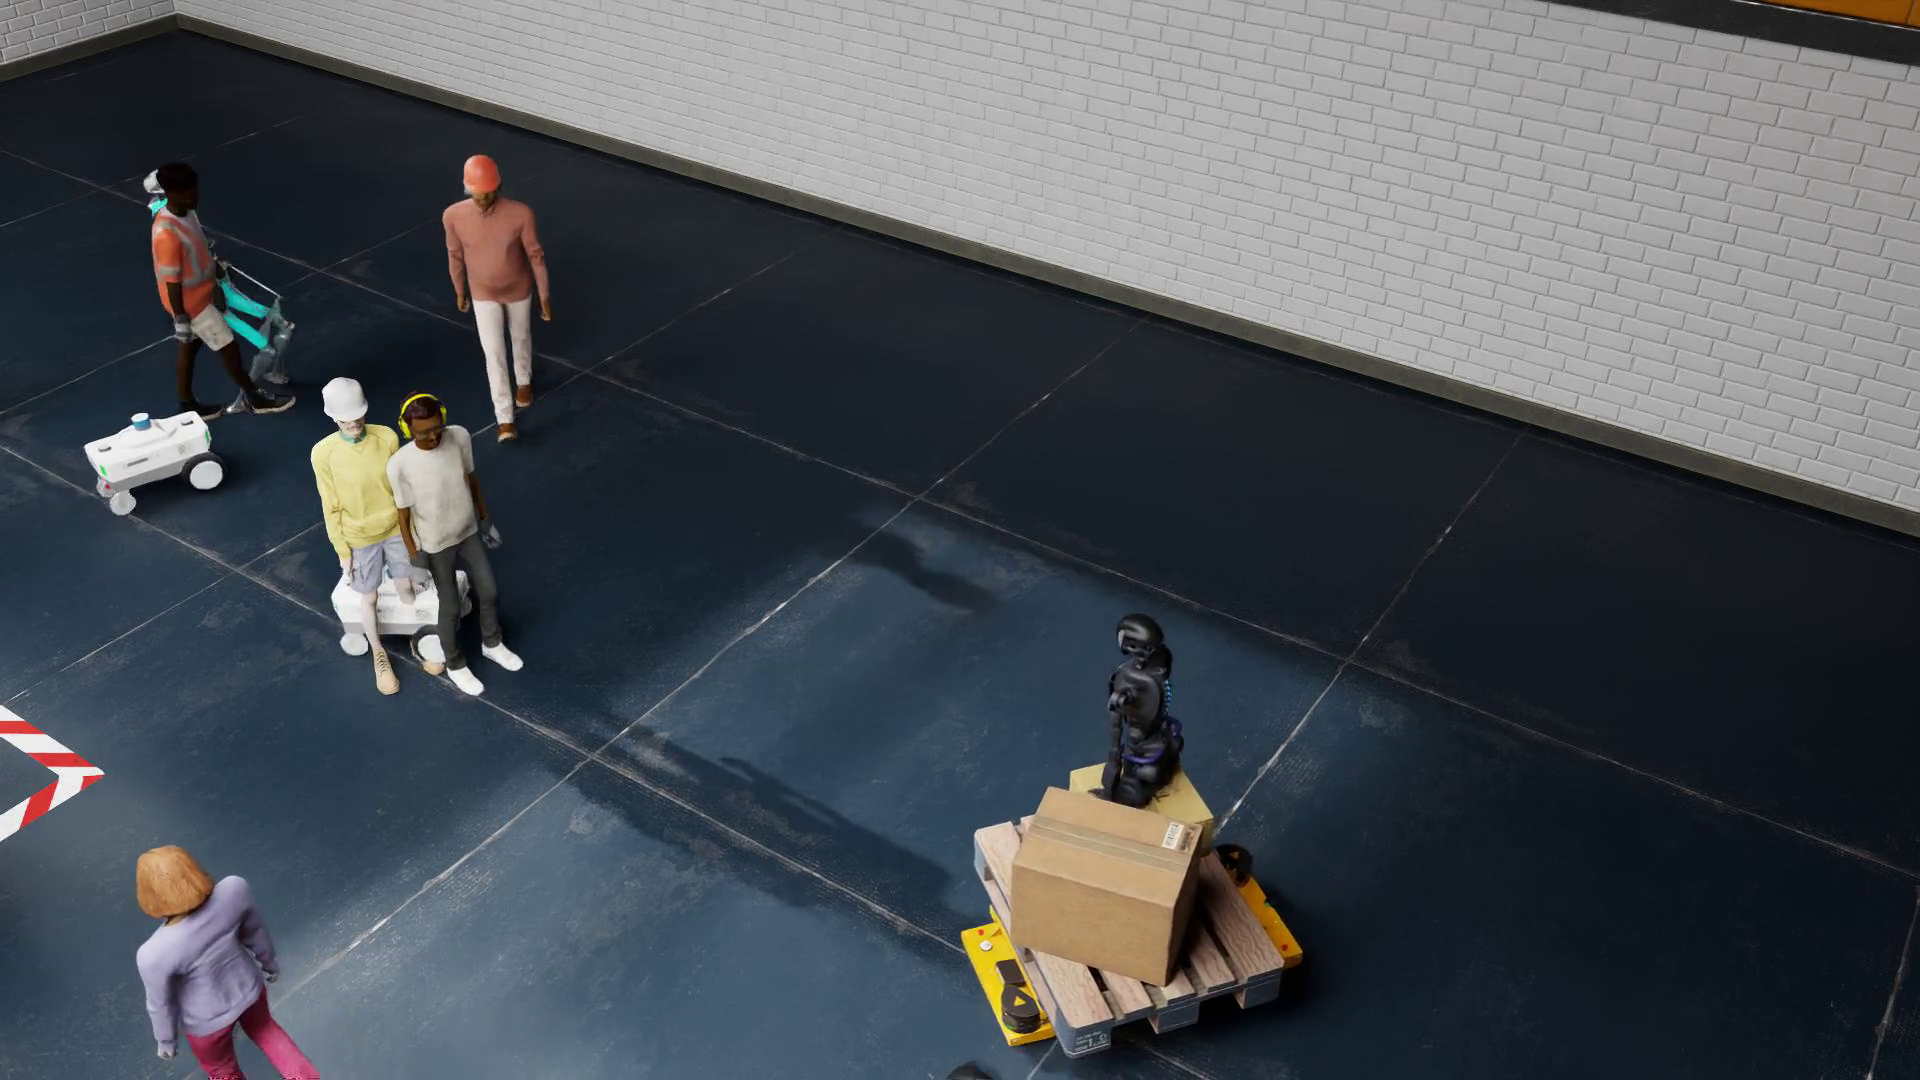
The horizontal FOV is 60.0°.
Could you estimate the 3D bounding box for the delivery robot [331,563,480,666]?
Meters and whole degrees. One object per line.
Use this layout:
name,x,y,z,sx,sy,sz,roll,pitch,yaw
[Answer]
delivery robot,-3.153,0.377,9.481,0.805,0.602,0.499,1,35,2

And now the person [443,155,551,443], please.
person,-3.069,-1.627,11.125,0.633,1.937,1.026,-8,36,-11

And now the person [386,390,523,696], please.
person,-2.701,0.005,8.878,0.343,1.850,0.539,27,43,33

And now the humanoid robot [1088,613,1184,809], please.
humanoid robot,0.831,1.019,7.595,0.343,1.648,0.603,20,40,27

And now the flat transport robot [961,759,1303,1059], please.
flat transport robot,0.786,1.840,7.634,1.431,0.231,0.659,-11,37,-16

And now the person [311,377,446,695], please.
person,-3.139,-0.040,8.909,0.472,1.892,0.385,-24,42,-31

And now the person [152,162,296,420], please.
person,-5.070,-1.655,11.187,0.872,1.906,0.712,-11,37,-16

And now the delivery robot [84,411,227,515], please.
delivery robot,-5.219,-0.543,10.806,0.811,0.613,0.499,-25,42,-31

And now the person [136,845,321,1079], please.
person,-2.900,1.801,6.500,0.507,1.617,0.524,16,38,21

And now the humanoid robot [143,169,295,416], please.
humanoid robot,-4.953,-1.720,11.429,0.819,1.740,0.532,-7,36,-9

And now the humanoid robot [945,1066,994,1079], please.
humanoid robot,0.122,2.379,5.644,0.457,1.632,0.610,19,39,25
